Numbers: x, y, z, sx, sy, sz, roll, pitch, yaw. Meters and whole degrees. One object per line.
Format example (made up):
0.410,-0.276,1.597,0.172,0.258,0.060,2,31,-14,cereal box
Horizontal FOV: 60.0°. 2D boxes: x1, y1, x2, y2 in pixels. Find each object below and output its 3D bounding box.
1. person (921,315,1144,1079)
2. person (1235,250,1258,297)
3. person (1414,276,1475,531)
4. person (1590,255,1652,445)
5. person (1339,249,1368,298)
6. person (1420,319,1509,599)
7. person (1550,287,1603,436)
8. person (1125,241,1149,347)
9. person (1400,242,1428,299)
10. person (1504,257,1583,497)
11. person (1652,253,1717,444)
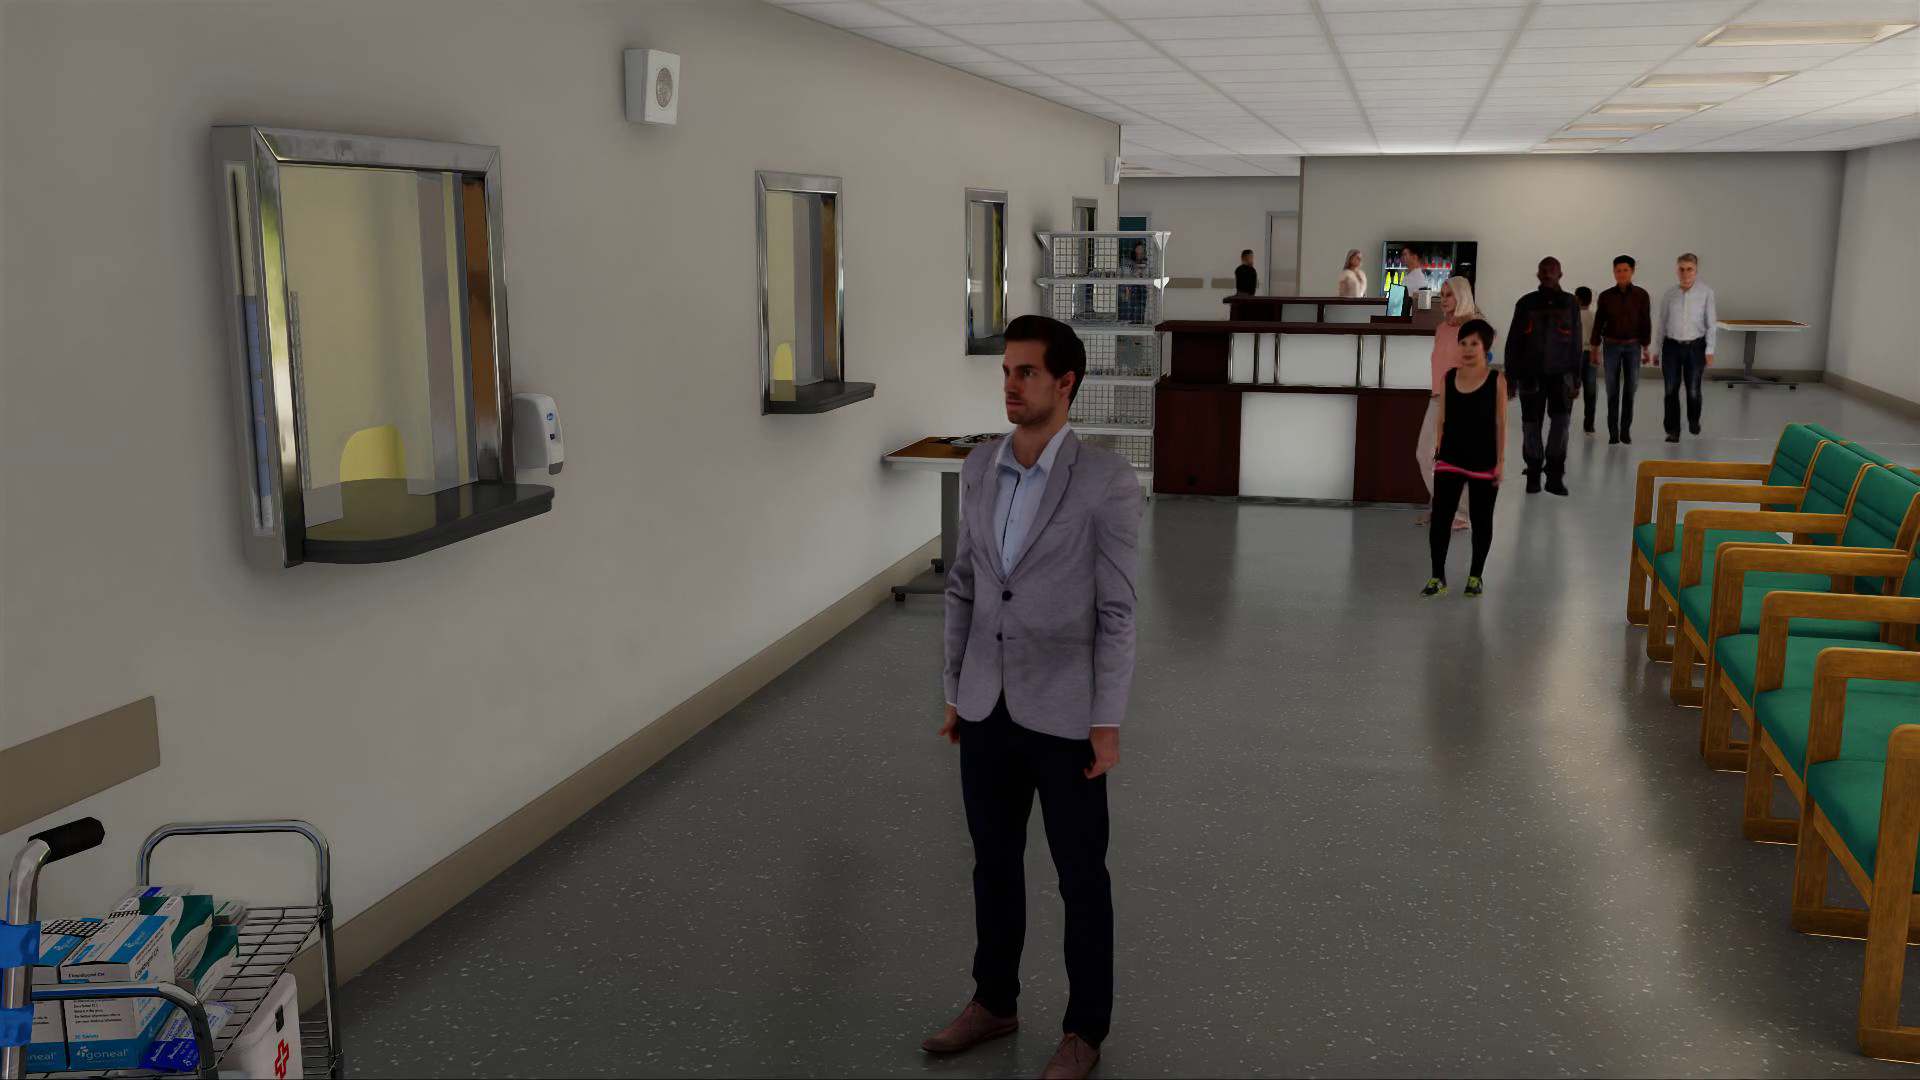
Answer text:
0.190,0.382,4.026,0.660,1.853,0.814,8,13,37,person
4.412,-3.711,26.189,1.006,1.631,1.060,-9,14,-41,person
3.412,-0.911,11.224,0.799,1.711,0.739,-6,12,-30,person
6.227,-1.784,15.663,0.642,1.769,0.786,4,12,22,person
5.193,-3.020,22.405,1.074,1.686,1.244,-8,14,-37,person
2.857,-0.448,9.243,0.728,1.539,0.707,5,12,26,person
6.128,-1.743,16.355,0.850,1.433,0.760,1,11,4,person
2.968,-4.185,28.278,0.945,1.767,1.026,-9,14,-40,person
5.021,-2.324,18.323,1.112,1.840,0.792,1,11,5,person
4.519,-1.273,12.867,0.772,1.809,0.782,3,11,14,person
6.845,-1.793,15.669,0.973,1.786,0.950,7,13,34,person
